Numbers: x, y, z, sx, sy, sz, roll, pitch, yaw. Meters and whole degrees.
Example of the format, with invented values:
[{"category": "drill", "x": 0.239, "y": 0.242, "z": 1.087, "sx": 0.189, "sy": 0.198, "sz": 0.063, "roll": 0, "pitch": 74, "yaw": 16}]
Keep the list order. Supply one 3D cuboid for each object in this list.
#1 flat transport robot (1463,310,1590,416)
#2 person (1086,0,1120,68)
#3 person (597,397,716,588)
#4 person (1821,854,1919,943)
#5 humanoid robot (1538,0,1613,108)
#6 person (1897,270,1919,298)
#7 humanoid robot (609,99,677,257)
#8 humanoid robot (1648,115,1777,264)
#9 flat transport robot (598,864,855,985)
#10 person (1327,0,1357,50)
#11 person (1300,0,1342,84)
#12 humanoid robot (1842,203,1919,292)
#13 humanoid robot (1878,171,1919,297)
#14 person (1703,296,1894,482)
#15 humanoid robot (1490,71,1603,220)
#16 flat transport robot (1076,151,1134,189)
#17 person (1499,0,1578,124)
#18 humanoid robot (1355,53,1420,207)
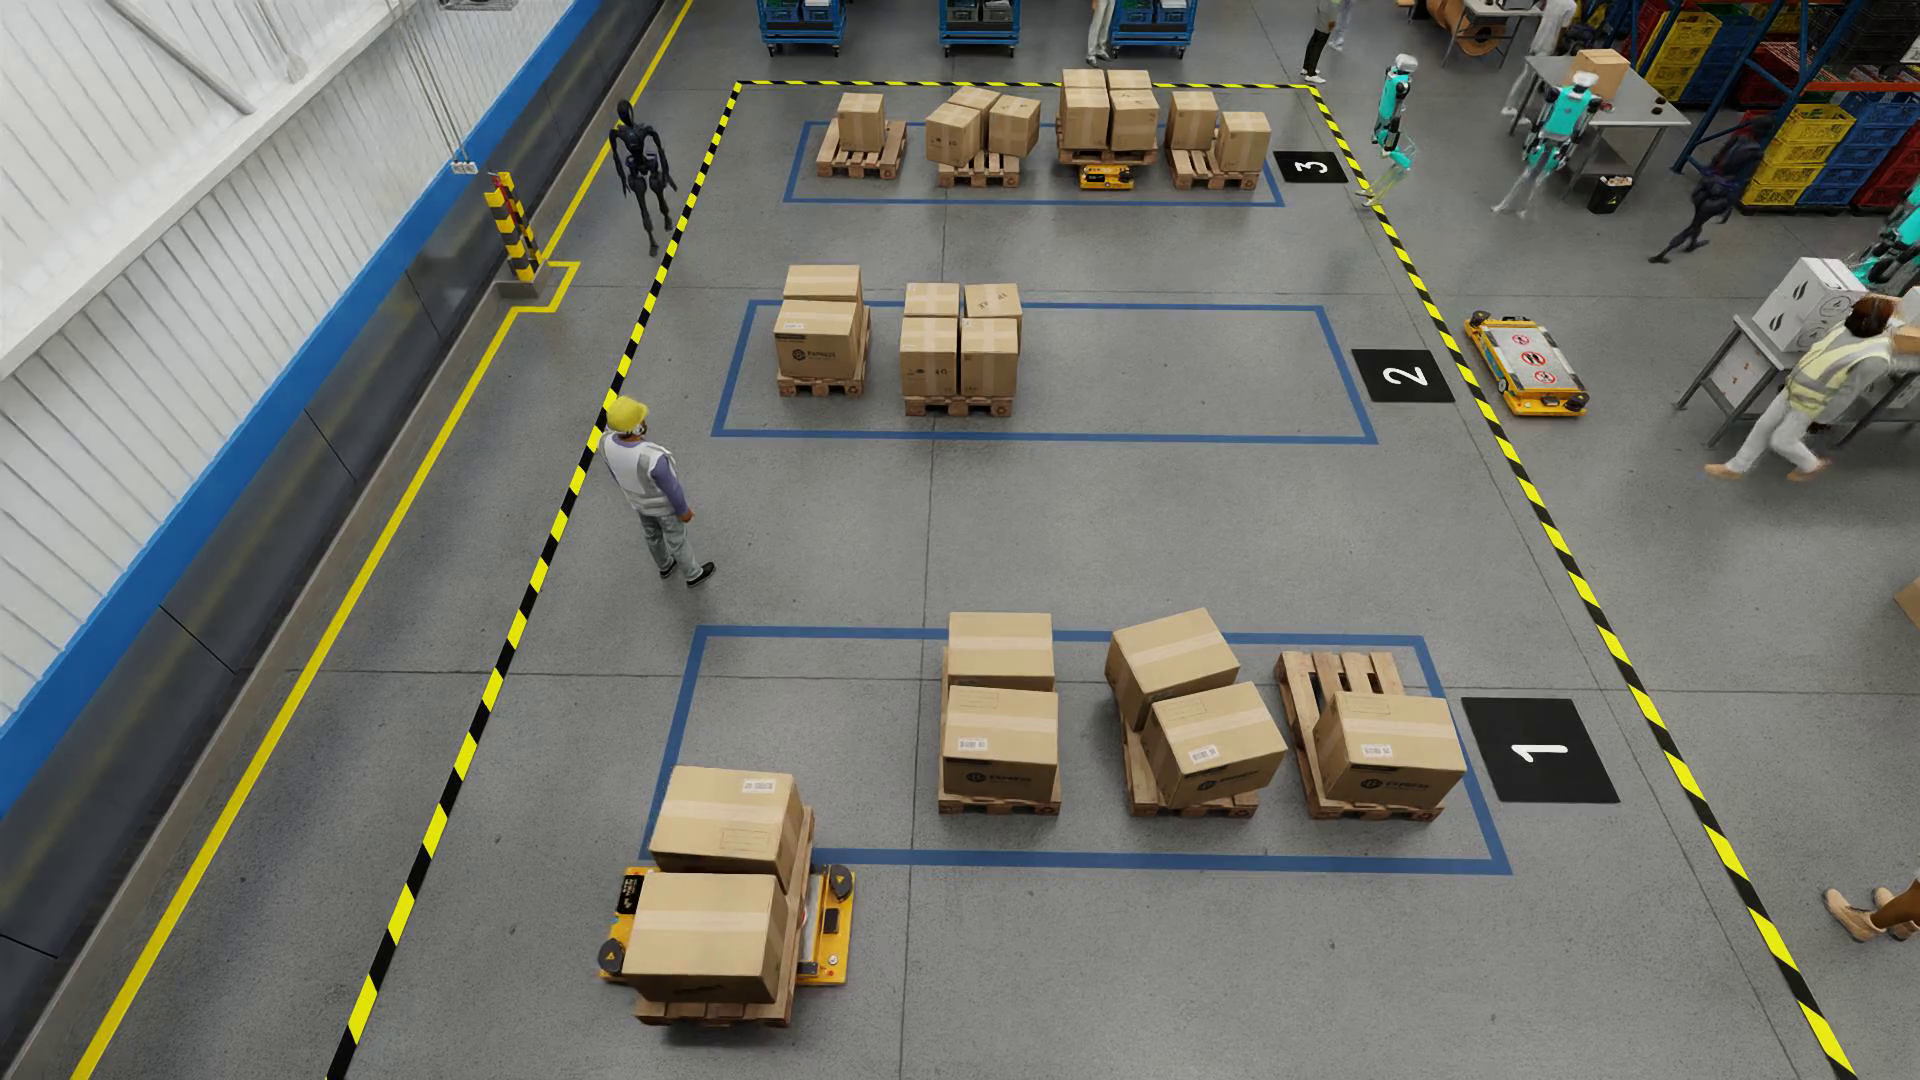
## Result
[{"category": "flat transport robot", "x": 5.573, "y": -1.757, "z": 9.054, "sx": 0.659, "sy": 0.231, "sz": 1.431, "roll": 1, "pitch": 49, "yaw": 1}, {"category": "person", "x": 2.112, "y": -7.932, "z": 13.356, "sx": 0.567, "sy": 1.843, "sz": 0.374, "roll": -36, "pitch": 58, "yaw": -27}, {"category": "person", "x": -2.245, "y": -0.327, "z": 6.779, "sx": 0.589, "sy": 1.837, "sz": 0.404, "roll": 20, "pitch": 52, "yaw": 17}, {"category": "person", "x": 5.581, "y": 1.678, "z": 4.911, "sx": 0.603, "sy": 2.041, "sz": 0.378, "roll": 1, "pitch": 49, "yaw": 1}, {"category": "humanoid robot", "x": 8.462, "y": -6.907, "z": 12.606, "sx": 0.588, "sy": 1.615, "sz": 0.783, "roll": 18, "pitch": 51, "yaw": 15}, {"category": "person", "x": 8.780, "y": -2.247, "z": 8.464, "sx": 0.843, "sy": 1.810, "sz": 0.515, "roll": 9, "pitch": 50, "yaw": 8}, {"category": "humanoid robot", "x": -3.472, "y": -4.047, "z": 10.141, "sx": 0.591, "sy": 1.632, "sz": 0.789, "roll": -8, "pitch": 50, "yaw": -7}, {"category": "humanoid robot", "x": 8.207, "y": -3.743, "z": 9.861, "sx": 0.766, "sy": 1.624, "sz": 0.615, "roll": -3, "pitch": 49, "yaw": -3}, {"category": "flat transport robot", "x": -1.380, "y": 2.298, "z": 5.526, "sx": 1.431, "sy": 0.197, "sz": 0.652, "roll": 1, "pitch": 49, "yaw": 1}, {"category": "person", "x": 5.820, "y": -8.279, "z": 13.730, "sx": 0.513, "sy": 1.721, "sz": 0.397, "roll": -26, "pitch": 54, "yaw": -21}, {"category": "person", "x": 5.241, "y": -7.490, "z": 12.969, "sx": 0.369, "sy": 1.852, "sz": 0.591, "roll": 2, "pitch": 49, "yaw": 1}, {"category": "humanoid robot", "x": 8.729, "y": -2.681, "z": 8.904, "sx": 0.844, "sy": 1.796, "sz": 0.563, "roll": 17, "pitch": 51, "yaw": 14}, {"category": "humanoid robot", "x": 9.828, "y": -3.136, "z": 9.314, "sx": 0.847, "sy": 1.796, "sz": 0.575, "roll": 3, "pitch": 49, "yaw": 2}, {"category": "person", "x": 7.043, "y": -1.157, "z": 7.530, "sx": 0.694, "sy": 1.798, "sz": 0.656, "roll": 10, "pitch": 50, "yaw": 8}, {"category": "humanoid robot", "x": 6.721, "y": -4.511, "z": 10.456, "sx": 0.578, "sy": 1.752, "sz": 0.776, "roll": 27, "pitch": 54, "yaw": 22}, {"category": "flat transport robot", "x": 1.845, "y": -4.982, "z": 11.827, "sx": 0.652, "sy": 0.197, "sz": 1.431, "roll": 1, "pitch": 49, "yaw": 1}, {"category": "person", "x": 7.706, "y": -6.478, "z": 12.093, "sx": 0.357, "sy": 1.857, "sz": 0.510, "roll": -12, "pitch": 50, "yaw": -10}, {"category": "humanoid robot", "x": 5.056, "y": -4.667, "z": 10.510, "sx": 0.735, "sy": 1.681, "sz": 0.533, "roll": 1, "pitch": 49, "yaw": 1}]
